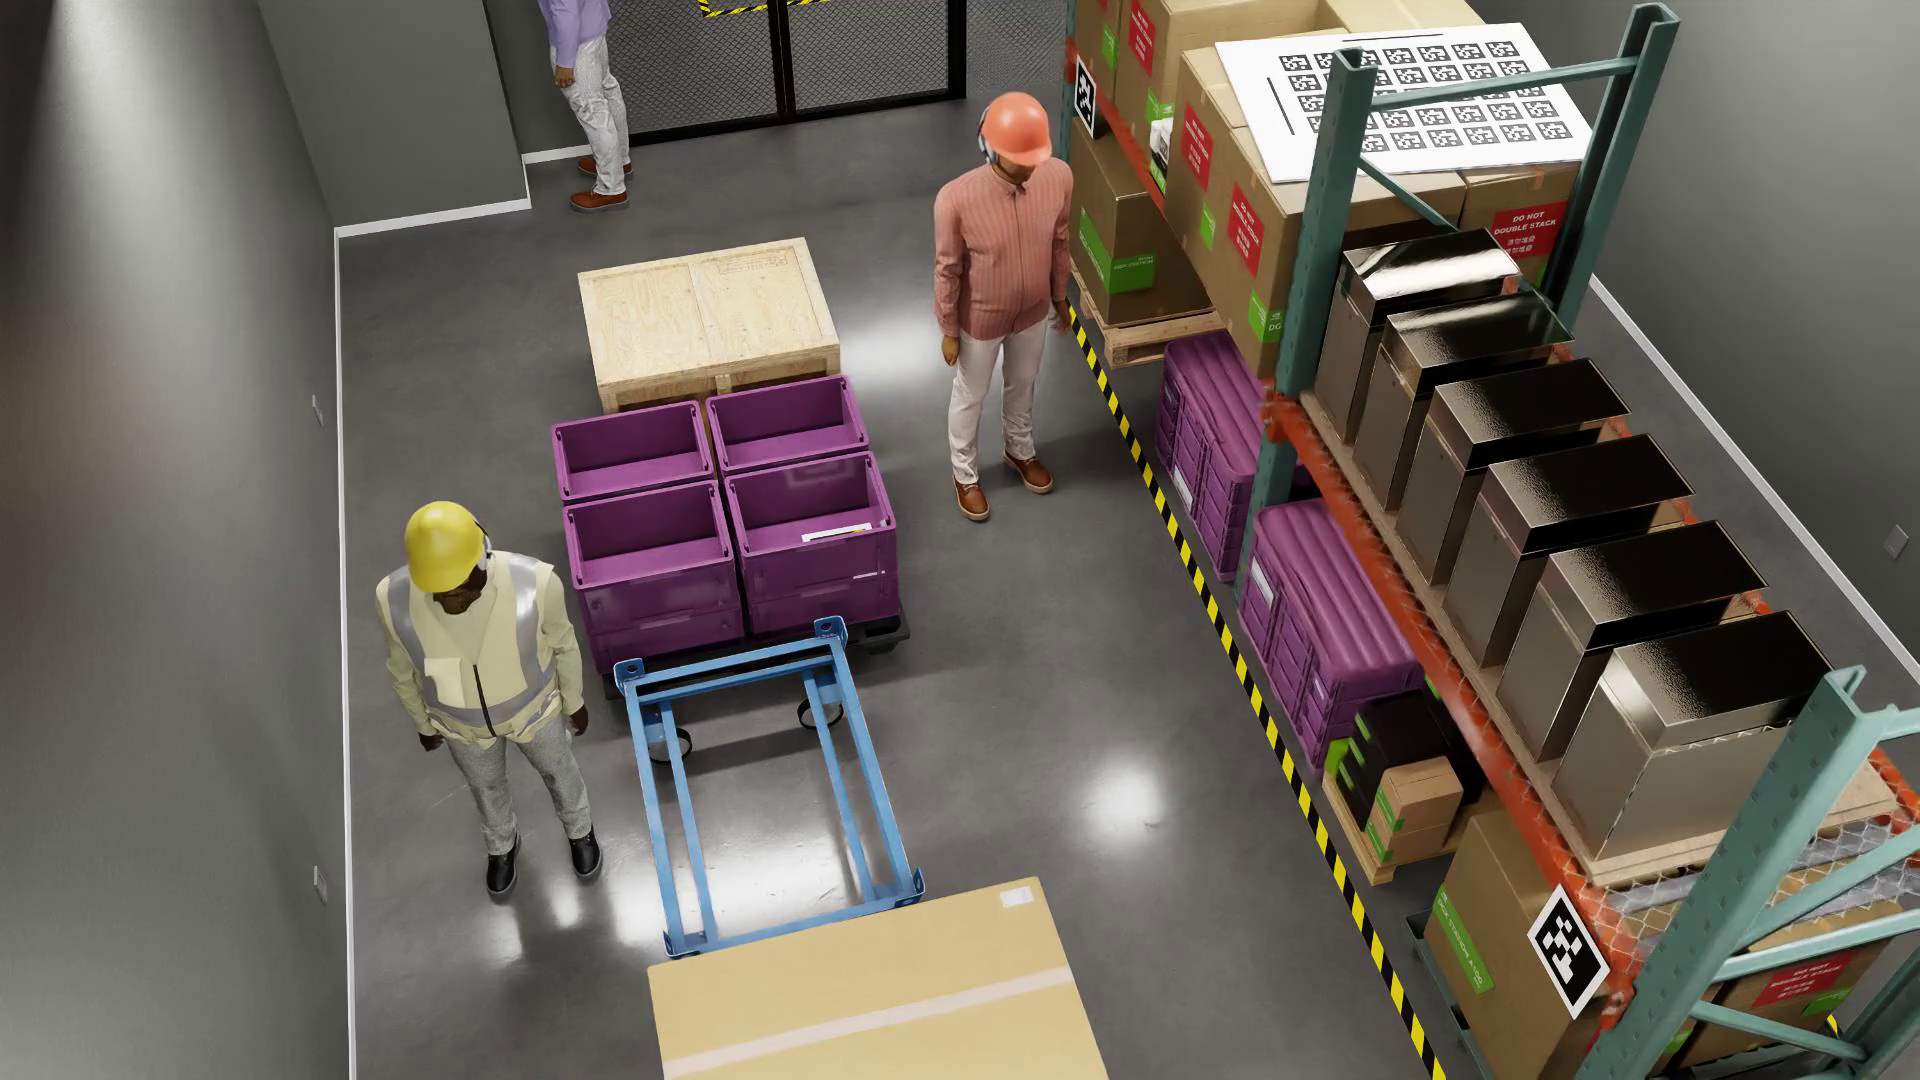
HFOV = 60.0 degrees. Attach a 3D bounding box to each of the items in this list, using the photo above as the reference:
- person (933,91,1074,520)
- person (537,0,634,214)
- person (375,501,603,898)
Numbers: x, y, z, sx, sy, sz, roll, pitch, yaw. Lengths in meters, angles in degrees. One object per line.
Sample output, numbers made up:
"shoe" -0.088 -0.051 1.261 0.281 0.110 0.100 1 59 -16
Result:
"person" 0.183 -0.925 6.700 0.609 1.994 0.383 -22 51 -19
"person" -1.896 -2.514 8.195 0.354 1.939 0.635 1 47 1
"person" -1.518 0.540 5.461 0.590 1.833 0.404 -9 48 -8
